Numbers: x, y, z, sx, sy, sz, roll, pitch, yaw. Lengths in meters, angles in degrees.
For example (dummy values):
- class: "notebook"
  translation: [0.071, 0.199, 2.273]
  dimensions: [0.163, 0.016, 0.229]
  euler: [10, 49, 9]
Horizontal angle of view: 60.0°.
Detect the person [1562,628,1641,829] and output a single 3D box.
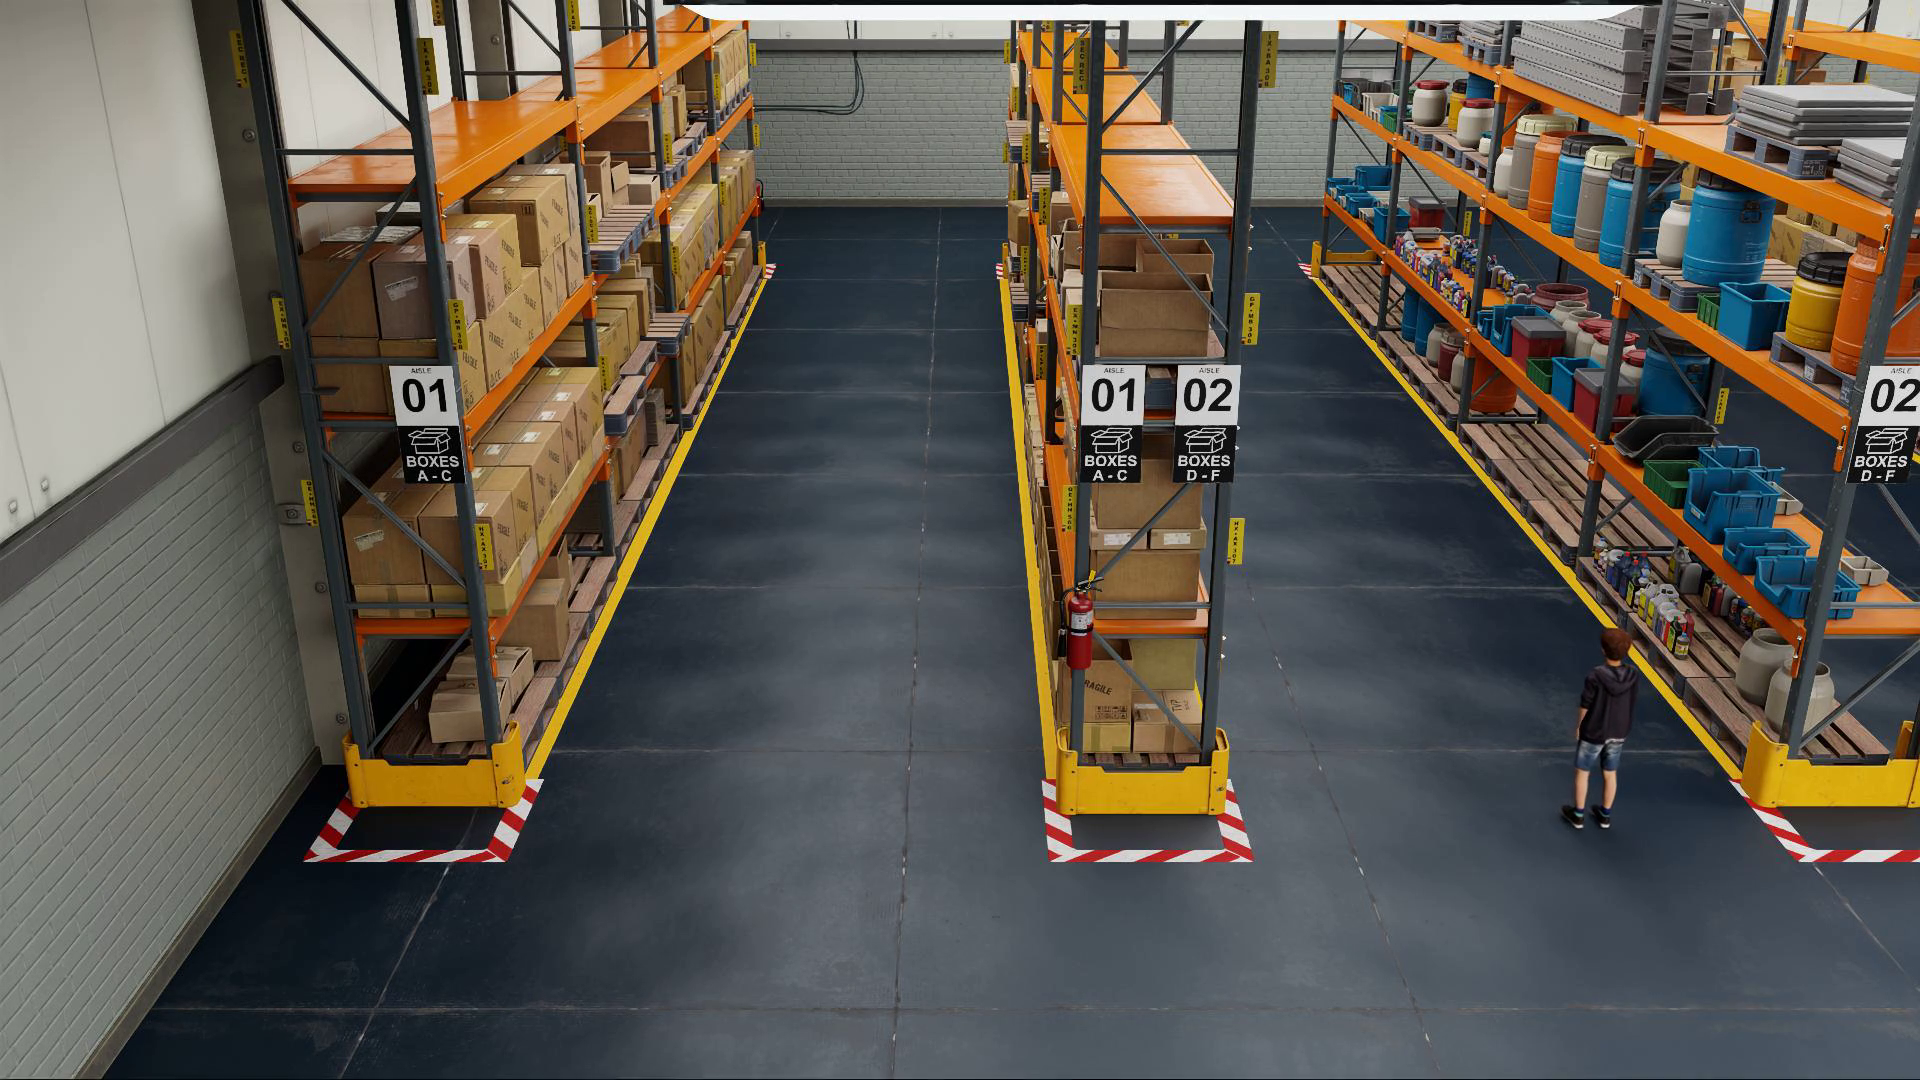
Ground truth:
- class: "person"
  translation: [4.328, 1.267, 11.186]
  dimensions: [0.543, 1.445, 0.523]
  euler: [-2, 22, -5]
